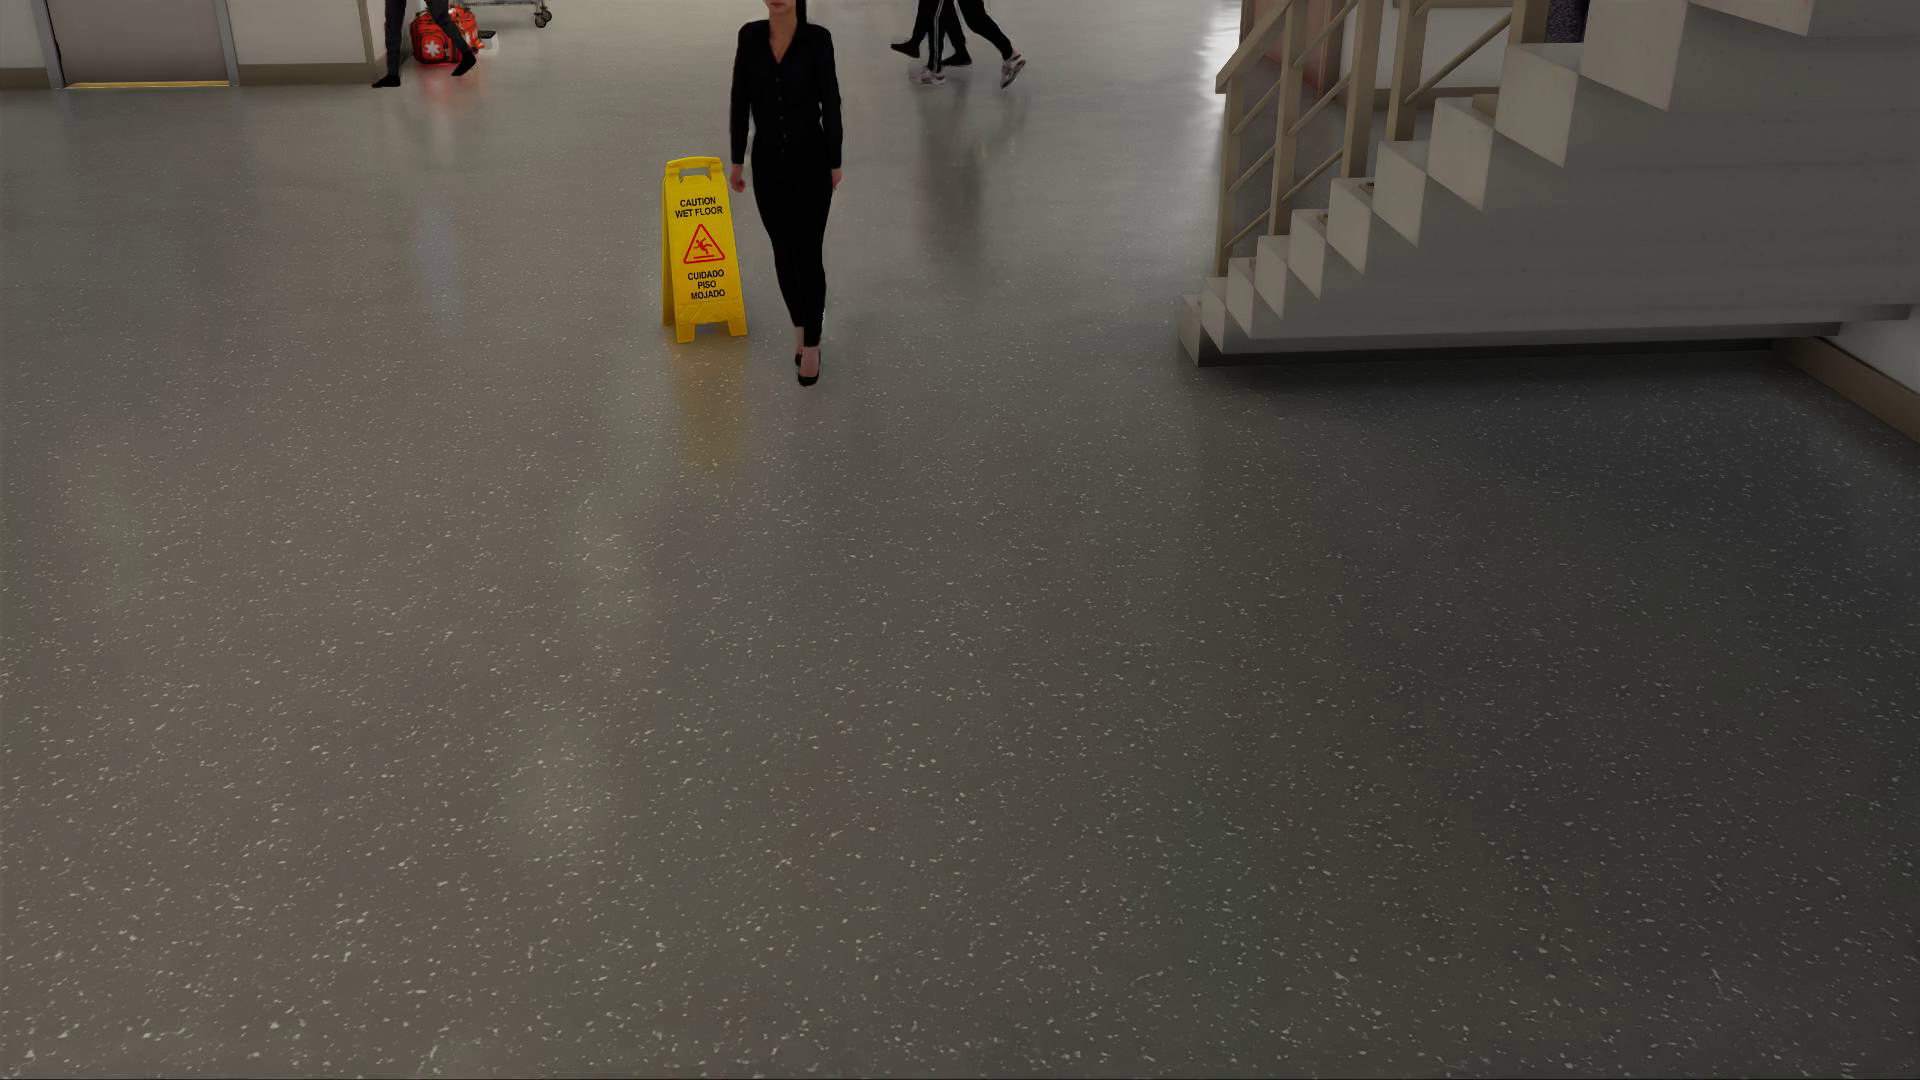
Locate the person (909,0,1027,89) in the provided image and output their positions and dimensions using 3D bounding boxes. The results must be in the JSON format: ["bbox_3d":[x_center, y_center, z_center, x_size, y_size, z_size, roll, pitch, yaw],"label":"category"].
[{"bbox_3d":[0.087,-4.280,12.403,1.139,1.800,1.190,14,29,26],"label":"person"}]

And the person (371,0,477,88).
[{"bbox_3d":[-4.049,-4.304,12.532,1.081,1.731,1.195,17,31,31],"label":"person"}]

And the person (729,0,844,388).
[{"bbox_3d":[-0.676,-1.499,6.766,0.690,1.687,0.802,5,26,11],"label":"person"}]

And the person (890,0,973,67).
[{"bbox_3d":[-0.133,-4.618,13.208,1.162,1.709,1.140,18,31,33],"label":"person"}]
